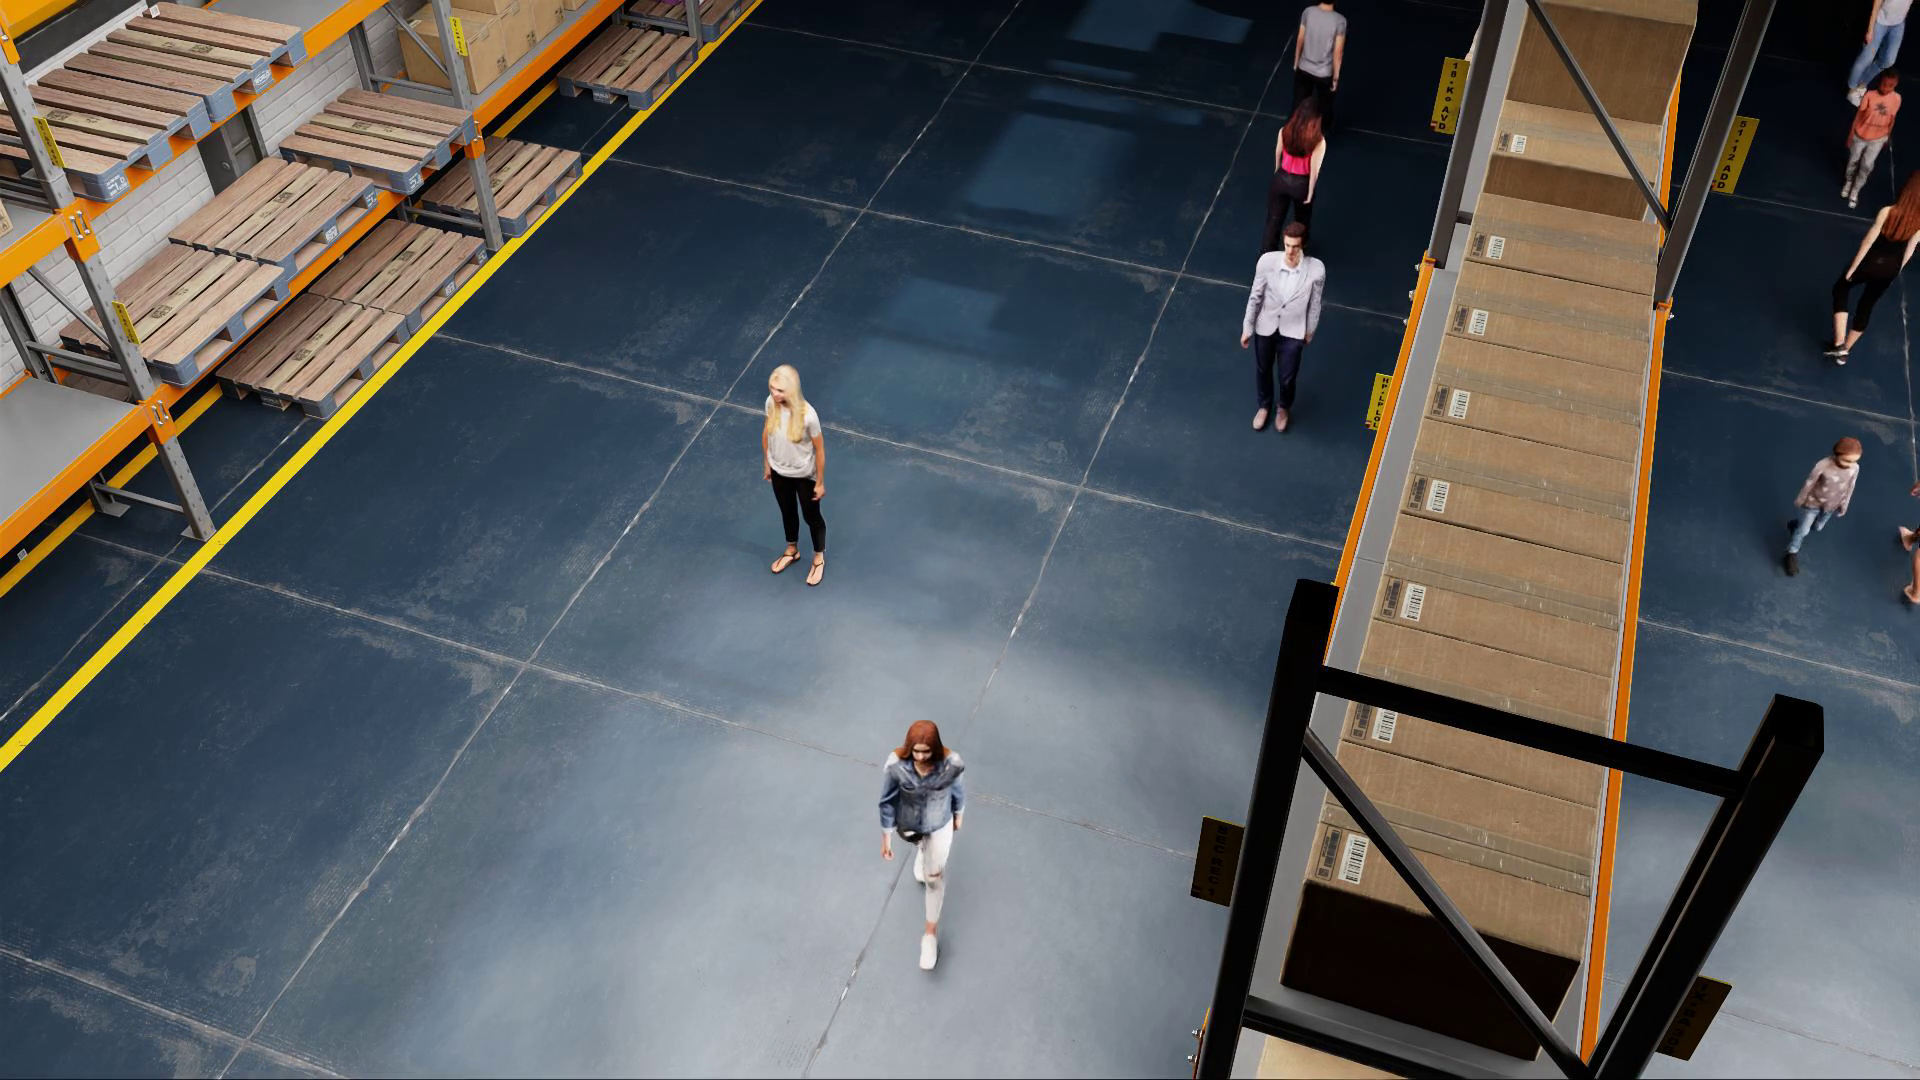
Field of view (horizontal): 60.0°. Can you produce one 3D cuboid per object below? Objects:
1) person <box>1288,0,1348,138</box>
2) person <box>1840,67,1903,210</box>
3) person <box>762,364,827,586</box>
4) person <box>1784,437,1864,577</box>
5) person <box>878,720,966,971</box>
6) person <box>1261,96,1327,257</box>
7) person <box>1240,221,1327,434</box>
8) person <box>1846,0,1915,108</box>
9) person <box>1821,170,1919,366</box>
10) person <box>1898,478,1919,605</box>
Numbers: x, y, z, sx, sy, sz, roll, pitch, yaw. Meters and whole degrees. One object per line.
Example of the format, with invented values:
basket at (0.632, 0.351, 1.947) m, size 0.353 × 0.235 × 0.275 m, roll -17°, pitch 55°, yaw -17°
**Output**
person at (3.270, -4.309, 15.431) m, size 0.757 × 1.716 × 1.119 m, roll 20°, pitch 47°, yaw 20°
person at (8.284, -3.729, 15.127) m, size 0.571 × 1.295 × 0.696 m, roll 24°, pitch 48°, yaw 23°
person at (-1.114, -0.461, 11.311) m, size 0.636 × 1.825 × 0.555 m, roll 19°, pitch 47°, yaw 19°
person at (6.003, -0.308, 11.618) m, size 0.602 × 1.181 × 0.740 m, roll 6°, pitch 44°, yaw 6°
person at (-0.209, 1.512, 9.365) m, size 0.820 × 1.653 × 1.196 m, roll 3°, pitch 44°, yaw 3°
person at (2.781, -2.914, 14.041) m, size 0.686 × 1.612 × 1.128 m, roll 20°, pitch 47°, yaw 19°
person at (2.440, -1.651, 12.555) m, size 0.681 × 1.833 × 0.606 m, roll 16°, pitch 46°, yaw 16°
person at (8.948, -5.066, 16.230) m, size 0.742 × 1.708 × 0.767 m, roll -9°, pitch 44°, yaw -9°
person at (7.233, -2.078, 13.089) m, size 0.676 × 1.714 × 0.721 m, roll 2°, pitch 44°, yaw 3°
person at (6.726, -0.246, 11.278) m, size 0.686 × 1.559 × 1.087 m, roll 9°, pitch 44°, yaw 9°
